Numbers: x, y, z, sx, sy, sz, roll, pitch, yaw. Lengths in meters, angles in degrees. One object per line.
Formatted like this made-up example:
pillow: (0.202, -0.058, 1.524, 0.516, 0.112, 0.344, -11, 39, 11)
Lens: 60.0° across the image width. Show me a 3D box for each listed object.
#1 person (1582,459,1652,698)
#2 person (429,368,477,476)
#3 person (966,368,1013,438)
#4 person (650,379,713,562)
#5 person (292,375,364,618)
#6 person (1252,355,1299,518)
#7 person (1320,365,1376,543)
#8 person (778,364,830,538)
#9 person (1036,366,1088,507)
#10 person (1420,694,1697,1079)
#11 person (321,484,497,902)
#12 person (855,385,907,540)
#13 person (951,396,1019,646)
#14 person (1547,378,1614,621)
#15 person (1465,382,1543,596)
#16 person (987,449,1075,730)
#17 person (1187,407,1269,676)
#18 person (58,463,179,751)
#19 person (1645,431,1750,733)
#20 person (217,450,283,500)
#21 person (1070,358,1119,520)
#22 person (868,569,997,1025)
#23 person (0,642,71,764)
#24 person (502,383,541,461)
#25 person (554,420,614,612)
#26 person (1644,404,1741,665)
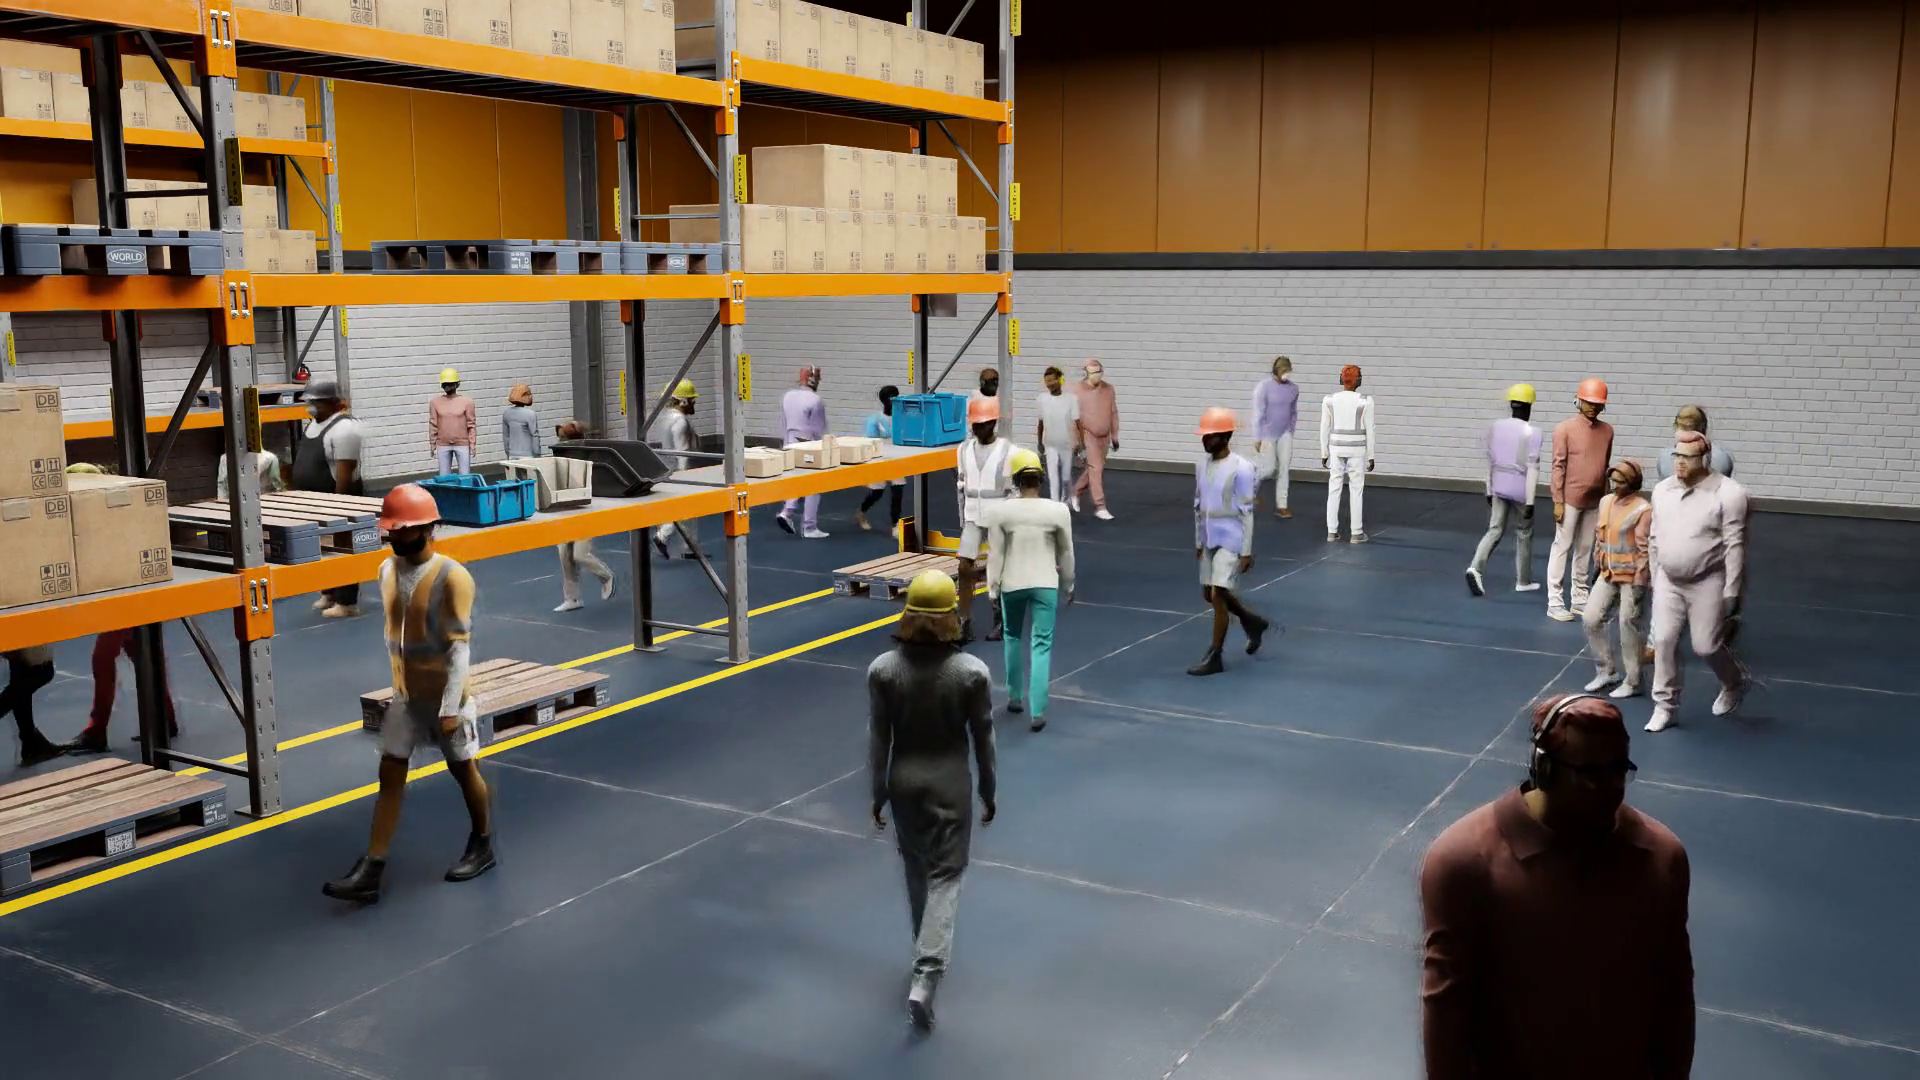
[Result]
person: (4.394, 0.261, 11.087, 0.453, 1.613, 0.577, -2, 9, -15)
person: (-5.791, -1.077, 18.996, 0.533, 1.768, 0.311, -1, 9, -4)
person: (0.327, -0.950, 18.078, 0.641, 1.808, 0.799, -3, 10, -20)
person: (-2.727, -0.658, 16.222, 0.542, 1.814, 0.614, -2, 9, -12)
person: (-5.208, -0.364, 13.696, 0.701, 2.000, 0.537, 8, 12, 41)
person: (3.636, -1.224, 19.491, 0.646, 1.907, 0.688, -4, 10, -24)
person: (4.098, -0.906, 17.563, 0.584, 1.882, 0.345, 5, 10, 29)
person: (-1.636, -0.939, 17.799, 0.460, 1.880, 0.645, -7, 12, -38)
person: (1.152, -1.055, 18.717, 0.579, 1.826, 0.932, 2, 9, 11)
person: (1.381, 1.286, 3.837, 0.649, 1.906, 0.418, -1, 9, -4)
person: (-2.481, 0.700, 7.514, 0.569, 1.889, 0.963, 4, 10, 26)
person: (-0.853, -0.843, 17.847, 0.544, 1.670, 0.679, -7, 12, -38)
person: (0.167, -0.128, 12.616, 0.566, 1.902, 0.851, 5, 10, 26)
person: (5.113, -0.333, 13.658, 0.610, 1.989, 0.392, -4, 10, -23)
person: (4.825, -0.442, 14.636, 0.878, 1.899, 0.596, -7, 11, -36)
person: (0.452, 0.294, 10.522, 0.550, 1.735, 0.719, 1, 9, 5)
person: (1.939, -0.005, 11.875, 0.749, 1.917, 0.552, -6, 11, -32)
person: (-5.118, 0.393, 9.941, 0.778, 1.708, 0.542, -7, 11, -36)
person: (4.598, 0.251, 10.329, 0.690, 1.890, 0.663, -7, 11, -36)
person: (-6.063, -0.232, 14.271, 0.511, 1.585, 0.895, 1, 9, 7)
person: (1.533, -1.202, 19.479, 0.645, 1.870, 0.875, -7, 11, -36)
person: (-0.117, 0.965, 6.434, 0.494, 1.707, 0.836, 2, 9, 11)
person: (-5.429, 0.369, 9.415, 0.613, 1.941, 0.655, 5, 10, 28)
person: (-4.831, -0.915, 18.401, 0.507, 1.632, 0.274, 5, 10, 29)
person: (-3.201, -0.205, 14.000, 0.527, 1.621, 0.451, 6, 11, 34)
person: (5.361, -0.047, 12.149, 0.886, 1.918, 0.626, -5, 11, -31)
